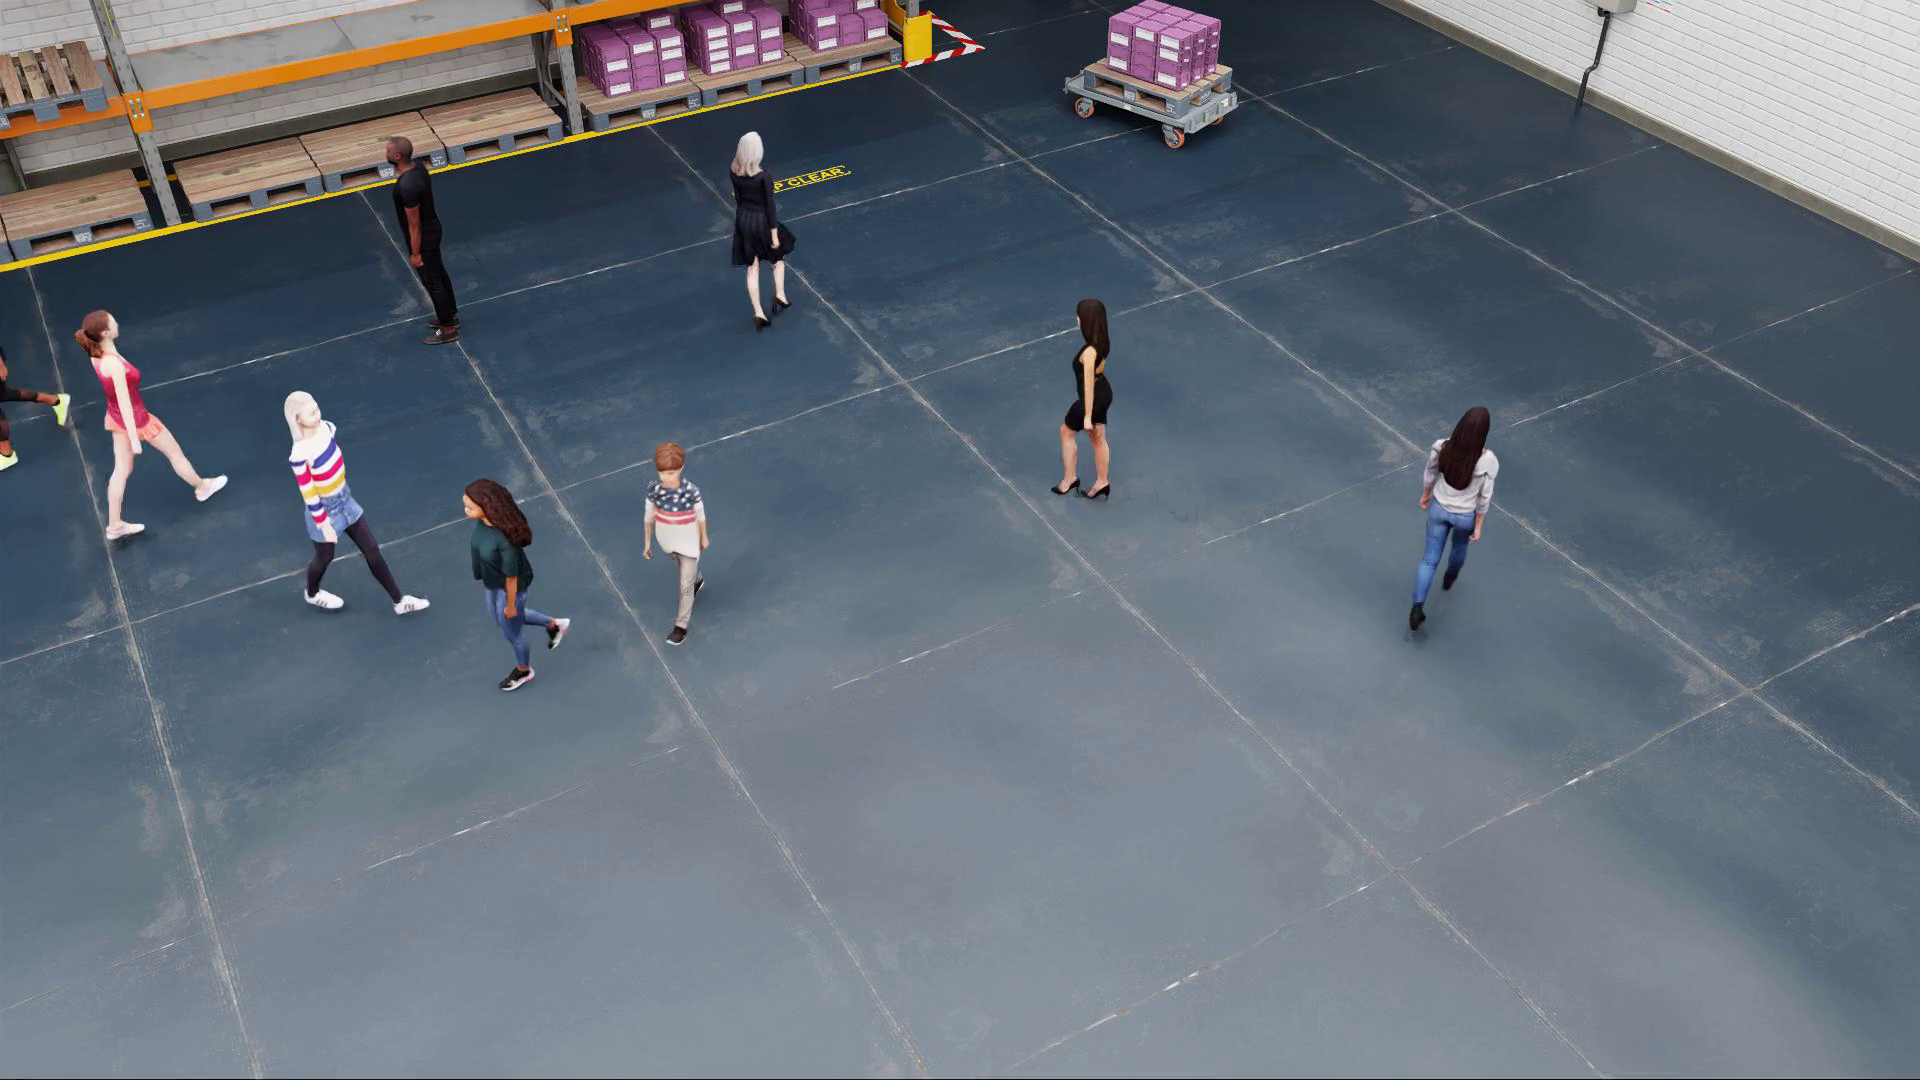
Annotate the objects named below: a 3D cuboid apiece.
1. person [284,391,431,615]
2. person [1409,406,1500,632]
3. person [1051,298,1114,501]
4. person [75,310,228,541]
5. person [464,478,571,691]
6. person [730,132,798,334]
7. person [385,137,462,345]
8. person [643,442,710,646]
[{"bbox_3d":[-4.177,-0.191,10.835,1.222,1.762,1.122,7,39,9],"label":"person"},{"bbox_3d":[3.191,-0.114,10.876,0.956,1.591,1.134,19,42,22],"label":"person"},{"bbox_3d":[1.026,-0.952,11.896,0.807,1.628,0.749,14,41,17],"label":"person"},{"bbox_3d":[-5.855,-0.764,11.602,0.908,1.701,1.230,24,44,27],"label":"person"},{"bbox_3d":[-2.754,0.255,10.405,0.822,1.603,0.653,-24,45,-27],"label":"person"},{"bbox_3d":[-1.715,-2.510,13.763,0.808,1.732,0.892,17,42,20],"label":"person"},{"bbox_3d":[-4.391,-2.462,13.634,0.729,1.819,0.747,-3,39,-3],"label":"person"},{"bbox_3d":[-1.839,-0.066,10.974,0.959,1.394,0.999,9,39,11],"label":"person"}]
